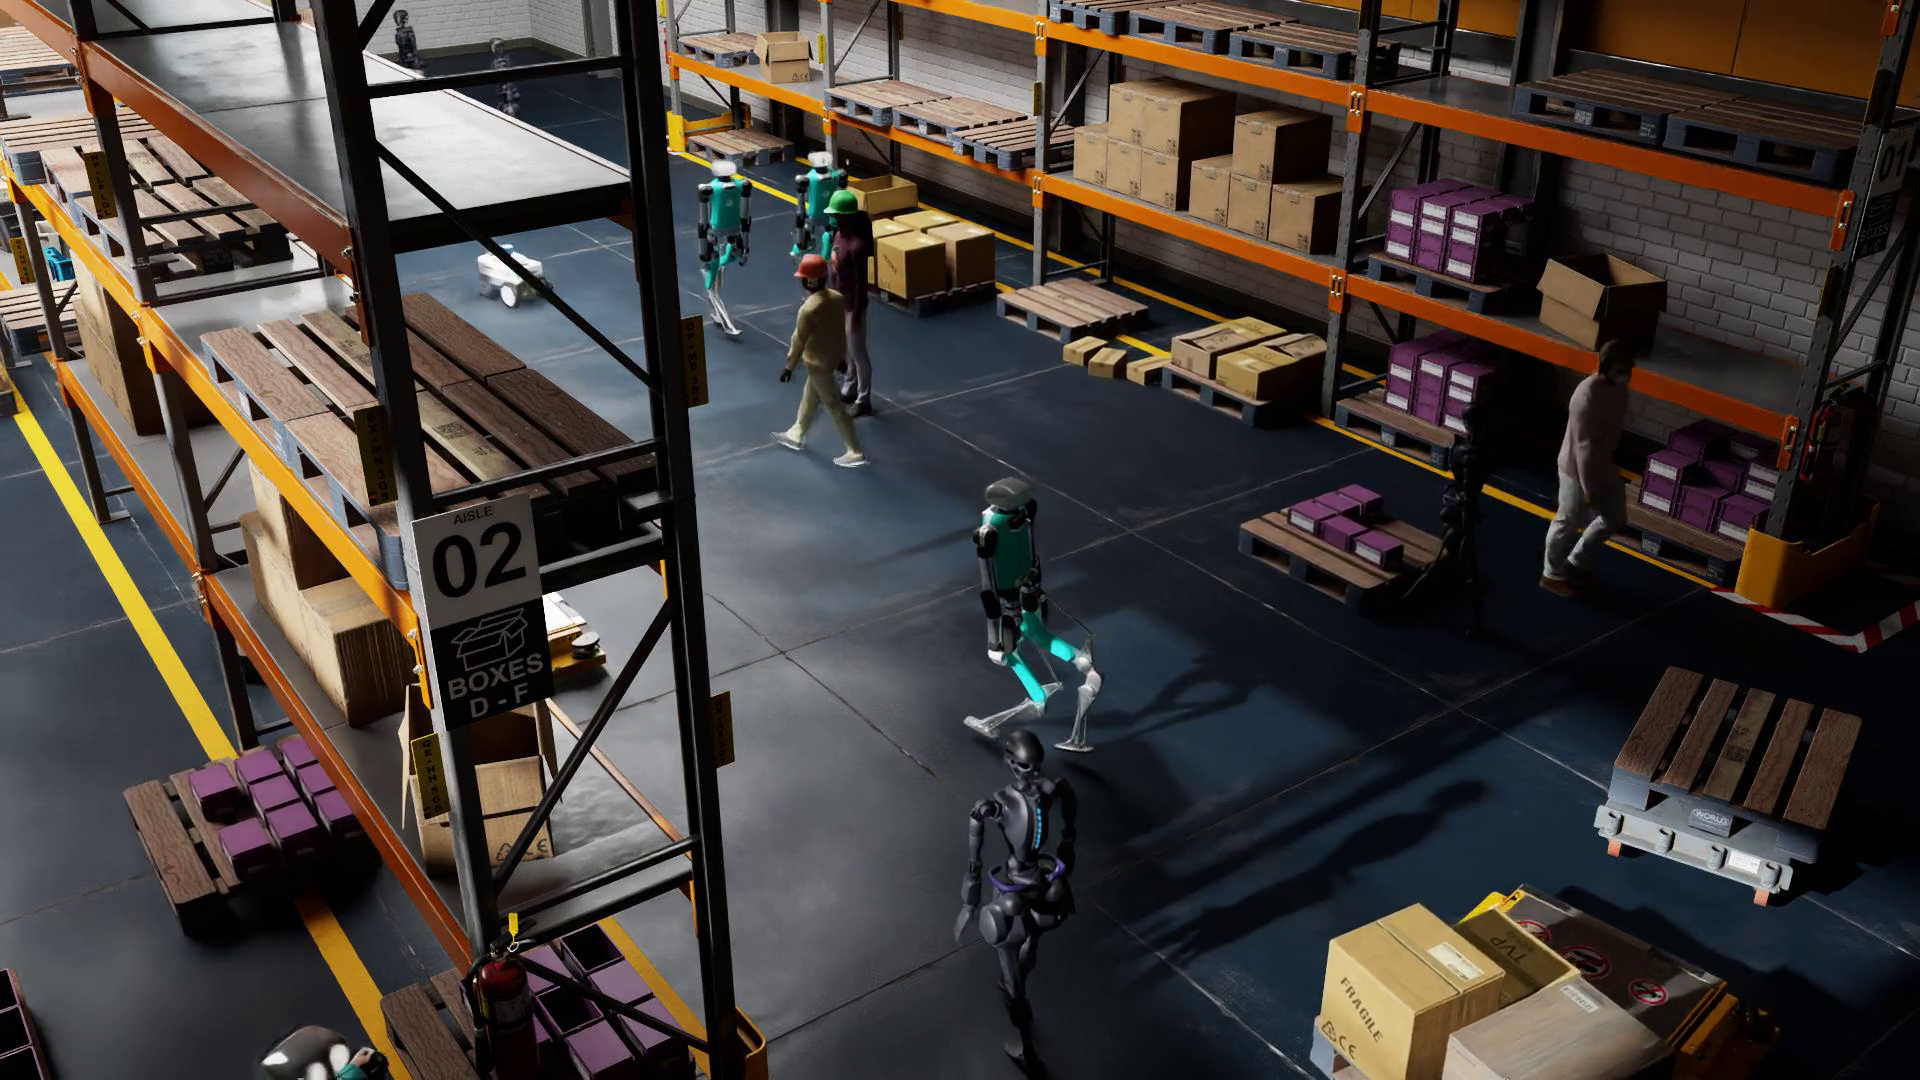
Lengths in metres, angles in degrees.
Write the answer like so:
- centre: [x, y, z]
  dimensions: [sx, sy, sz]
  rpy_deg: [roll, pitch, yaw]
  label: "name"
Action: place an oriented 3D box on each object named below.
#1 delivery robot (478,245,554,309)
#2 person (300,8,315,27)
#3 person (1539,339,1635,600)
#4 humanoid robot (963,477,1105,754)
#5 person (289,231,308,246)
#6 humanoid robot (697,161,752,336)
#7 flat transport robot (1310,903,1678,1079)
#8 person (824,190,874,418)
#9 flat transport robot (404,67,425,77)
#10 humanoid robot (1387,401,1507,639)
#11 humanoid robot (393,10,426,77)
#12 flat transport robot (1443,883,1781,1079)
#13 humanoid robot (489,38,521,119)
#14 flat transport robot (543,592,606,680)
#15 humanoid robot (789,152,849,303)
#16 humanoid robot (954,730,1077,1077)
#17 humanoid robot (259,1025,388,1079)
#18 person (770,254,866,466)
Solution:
- centre: [-4.598, -2.715, 17.089]
  dimensions: [0.816, 0.612, 0.499]
  rpy_deg: [20, 33, 34]
  label: "delivery robot"
- centre: [-9.263, -7.132, 24.351]
  dimensions: [0.607, 1.907, 0.610]
  rpy_deg: [14, 30, 26]
  label: "person"
- centre: [4.203, -0.451, 11.065]
  dimensions: [0.640, 1.908, 0.536]
  rpy_deg: [-23, 35, -38]
  label: "person"
- centre: [0.471, 0.525, 9.354]
  dimensions: [1.037, 1.750, 0.547]
  rpy_deg: [16, 31, 29]
  label: "humanoid robot"
- centre: [-6.422, -2.729, 15.903]
  dimensions: [0.287, 1.629, 0.498]
  rpy_deg: [14, 30, 26]
  label: "person"
- centre: [-2.346, -2.836, 16.010]
  dimensions: [0.530, 1.735, 0.969]
  rpy_deg: [-15, 30, -27]
  label: "humanoid robot"
- centre: [2.288, 2.466, 7.082]
  dimensions: [1.431, 0.231, 0.659]
  rpy_deg: [-14, 30, -26]
  label: "flat transport robot"
- centre: [-0.922, -2.005, 14.106]
  dimensions: [0.419, 1.951, 0.490]
  rpy_deg: [-13, 30, -24]
  label: "person"
- centre: [-7.766, -5.669, 23.264]
  dimensions: [0.659, 0.231, 1.431]
  rpy_deg: [1, 27, 2]
  label: "flat transport robot"
- centre: [3.244, -0.143, 10.774]
  dimensions: [0.788, 1.644, 0.588]
  rpy_deg: [8, 28, 16]
  label: "humanoid robot"
- centre: [-7.866, -6.793, 23.935]
  dimensions: [0.375, 1.637, 0.600]
  rpy_deg: [-21, 33, -36]
  label: "humanoid robot"
- centre: [3.002, 2.100, 7.810]
  dimensions: [1.431, 0.231, 0.659]
  rpy_deg: [24, 35, 39]
  label: "flat transport robot"
- centre: [-5.964, -5.783, 21.931]
  dimensions: [0.330, 1.640, 0.593]
  rpy_deg: [-13, 30, -25]
  label: "humanoid robot"
- centre: [-2.928, 0.542, 10.910]
  dimensions: [0.659, 0.231, 1.431]
  rpy_deg: [-18, 32, -31]
  label: "flat transport robot"
- centre: [-1.440, -3.019, 16.391]
  dimensions: [0.536, 1.730, 1.026]
  rpy_deg: [-12, 29, -23]
  label: "humanoid robot"
- centre: [0.244, 1.552, 7.347]
  dimensions: [0.583, 1.641, 0.617]
  rpy_deg: [-14, 30, -26]
  label: "humanoid robot"
- centre: [-2.295, 2.399, 5.700]
  dimensions: [0.786, 1.893, 0.549]
  rpy_deg: [10, 28, 20]
  label: "humanoid robot"
- centre: [-1.139, -1.435, 13.243]
  dimensions: [0.920, 1.700, 0.574]
  rpy_deg: [9, 28, 17]
  label: "person"
